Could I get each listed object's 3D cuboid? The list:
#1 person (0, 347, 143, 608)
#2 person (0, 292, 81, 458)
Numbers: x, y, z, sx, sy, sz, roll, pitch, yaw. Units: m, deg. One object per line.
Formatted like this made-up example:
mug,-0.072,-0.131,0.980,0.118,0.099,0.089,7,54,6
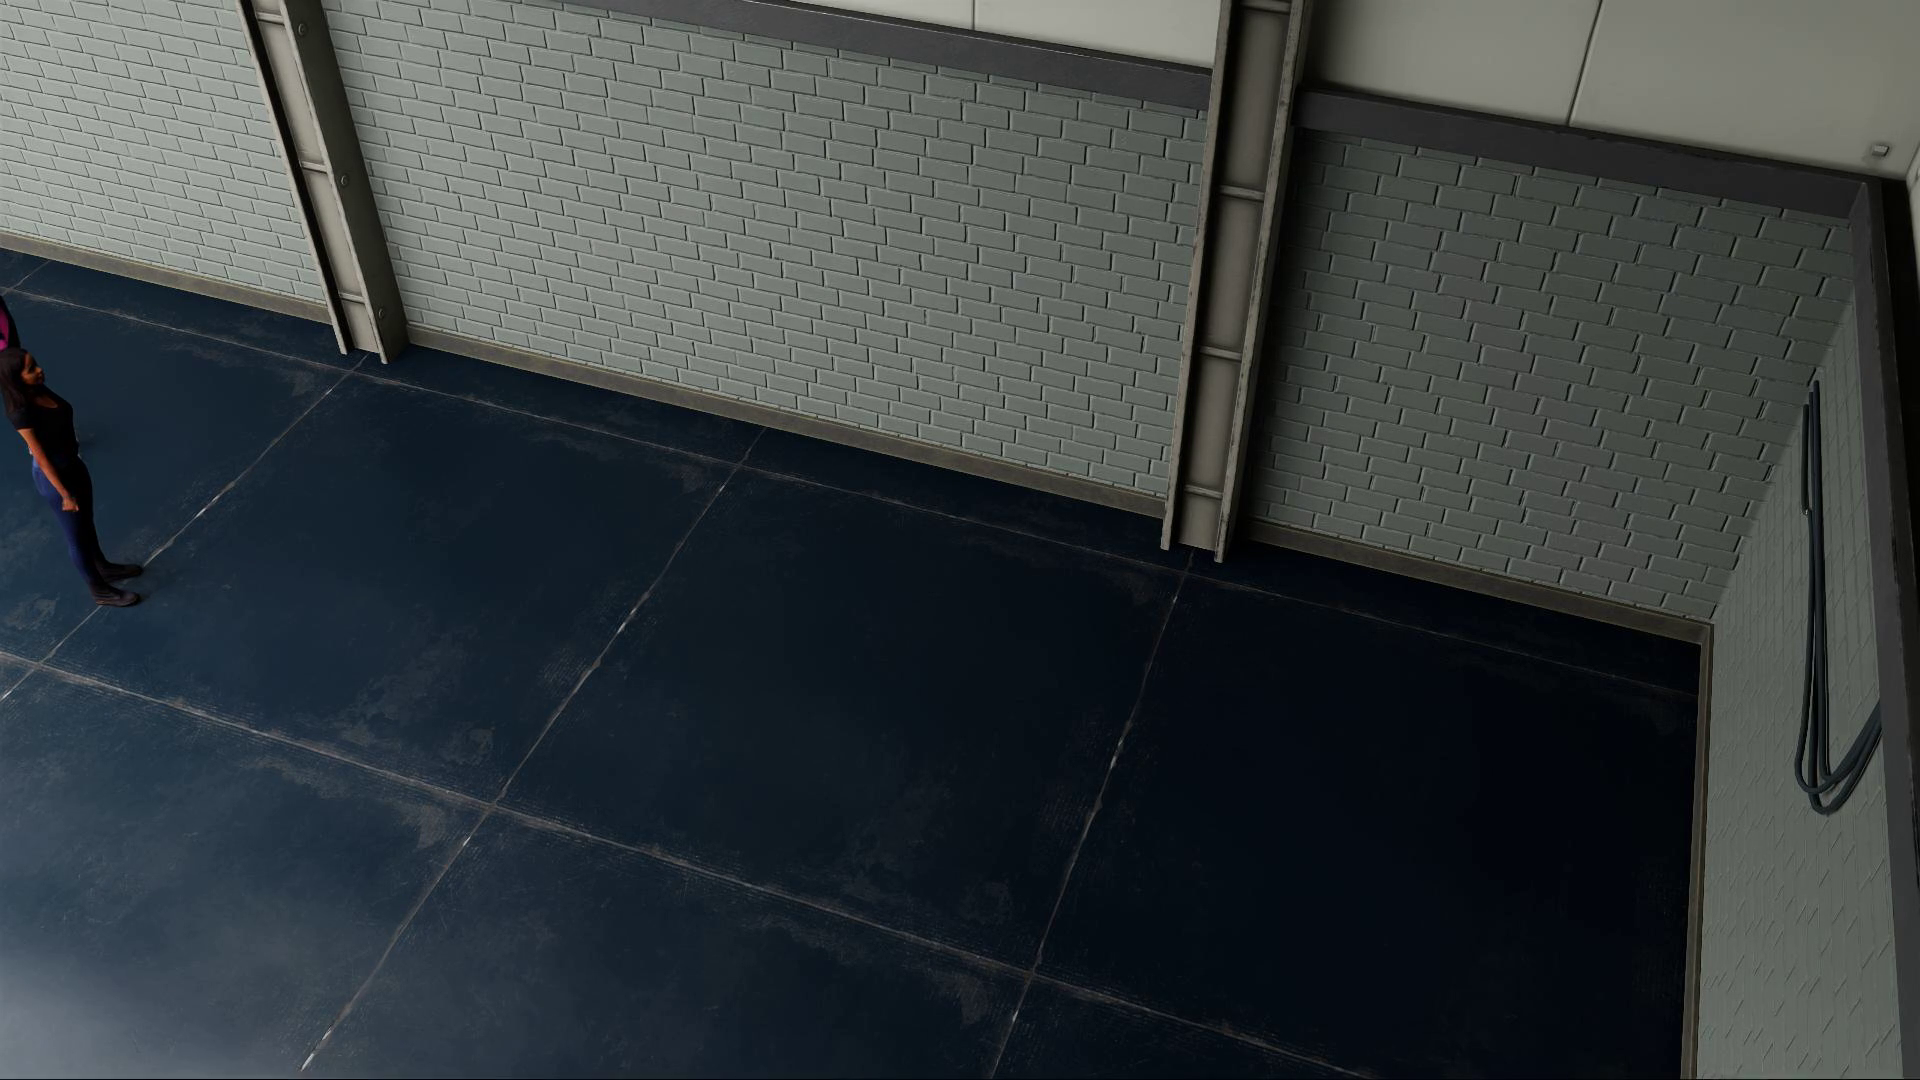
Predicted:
person,-5.098,-0.359,9.435,0.690,1.739,0.655,-10,43,-10
person,-5.970,-1.203,10.356,0.716,1.748,0.627,-26,48,-26
